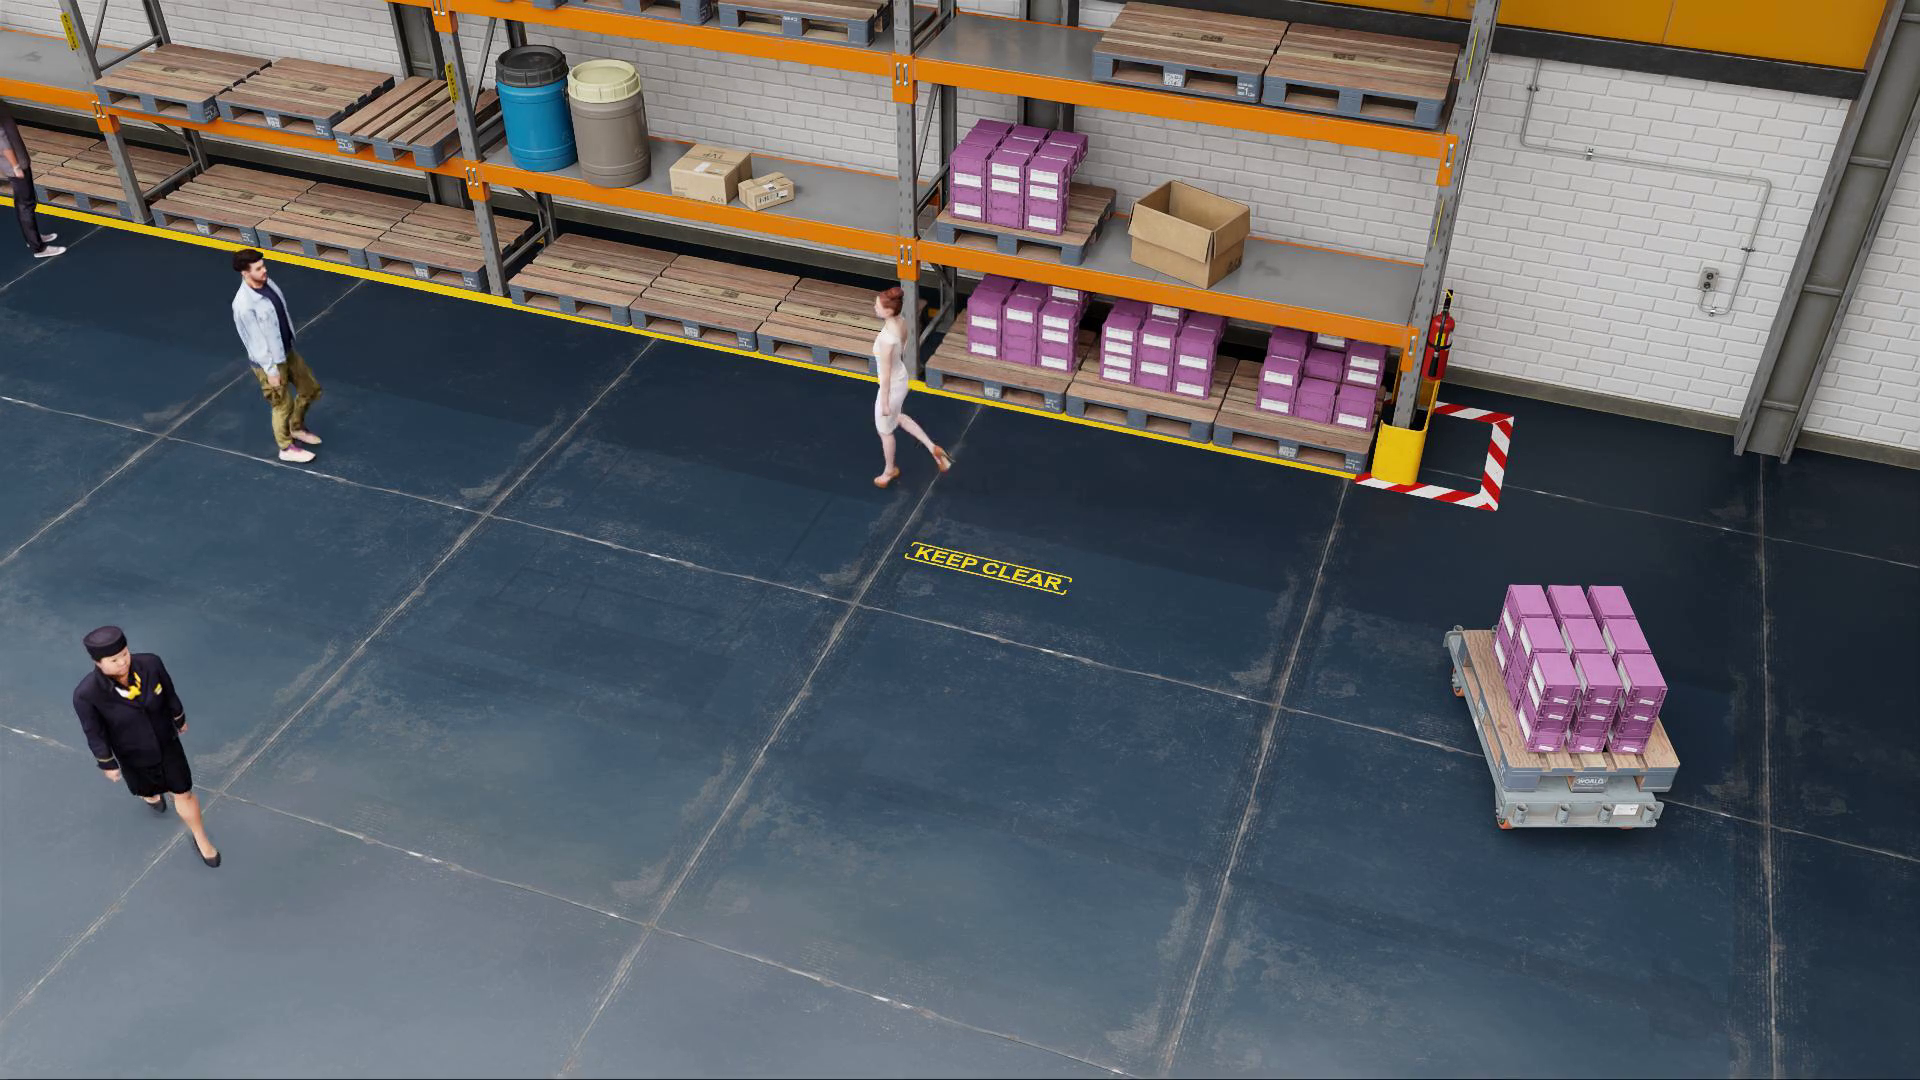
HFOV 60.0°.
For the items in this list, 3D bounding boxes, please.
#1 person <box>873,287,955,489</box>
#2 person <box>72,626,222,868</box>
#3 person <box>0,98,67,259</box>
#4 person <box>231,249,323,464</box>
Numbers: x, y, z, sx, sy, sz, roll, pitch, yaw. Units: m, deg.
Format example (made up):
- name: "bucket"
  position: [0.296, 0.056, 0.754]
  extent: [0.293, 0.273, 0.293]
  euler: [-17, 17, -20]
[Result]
- name: "person"
  position: [-0.399, -1.075, 12.171]
  extent: [0.872, 1.778, 0.630]
  euler: [9, 39, 11]
- name: "person"
  position: [-4.687, 1.145, 9.500]
  extent: [0.979, 1.643, 1.170]
  euler: [-31, 48, -33]
- name: "person"
  position: [-8.649, -3.487, 15.134]
  extent: [0.803, 1.851, 0.690]
  euler: [-23, 44, -26]
- name: "person"
  position: [-5.246, -1.373, 12.530]
  extent: [0.693, 1.797, 0.735]
  euler: [6, 39, 8]
